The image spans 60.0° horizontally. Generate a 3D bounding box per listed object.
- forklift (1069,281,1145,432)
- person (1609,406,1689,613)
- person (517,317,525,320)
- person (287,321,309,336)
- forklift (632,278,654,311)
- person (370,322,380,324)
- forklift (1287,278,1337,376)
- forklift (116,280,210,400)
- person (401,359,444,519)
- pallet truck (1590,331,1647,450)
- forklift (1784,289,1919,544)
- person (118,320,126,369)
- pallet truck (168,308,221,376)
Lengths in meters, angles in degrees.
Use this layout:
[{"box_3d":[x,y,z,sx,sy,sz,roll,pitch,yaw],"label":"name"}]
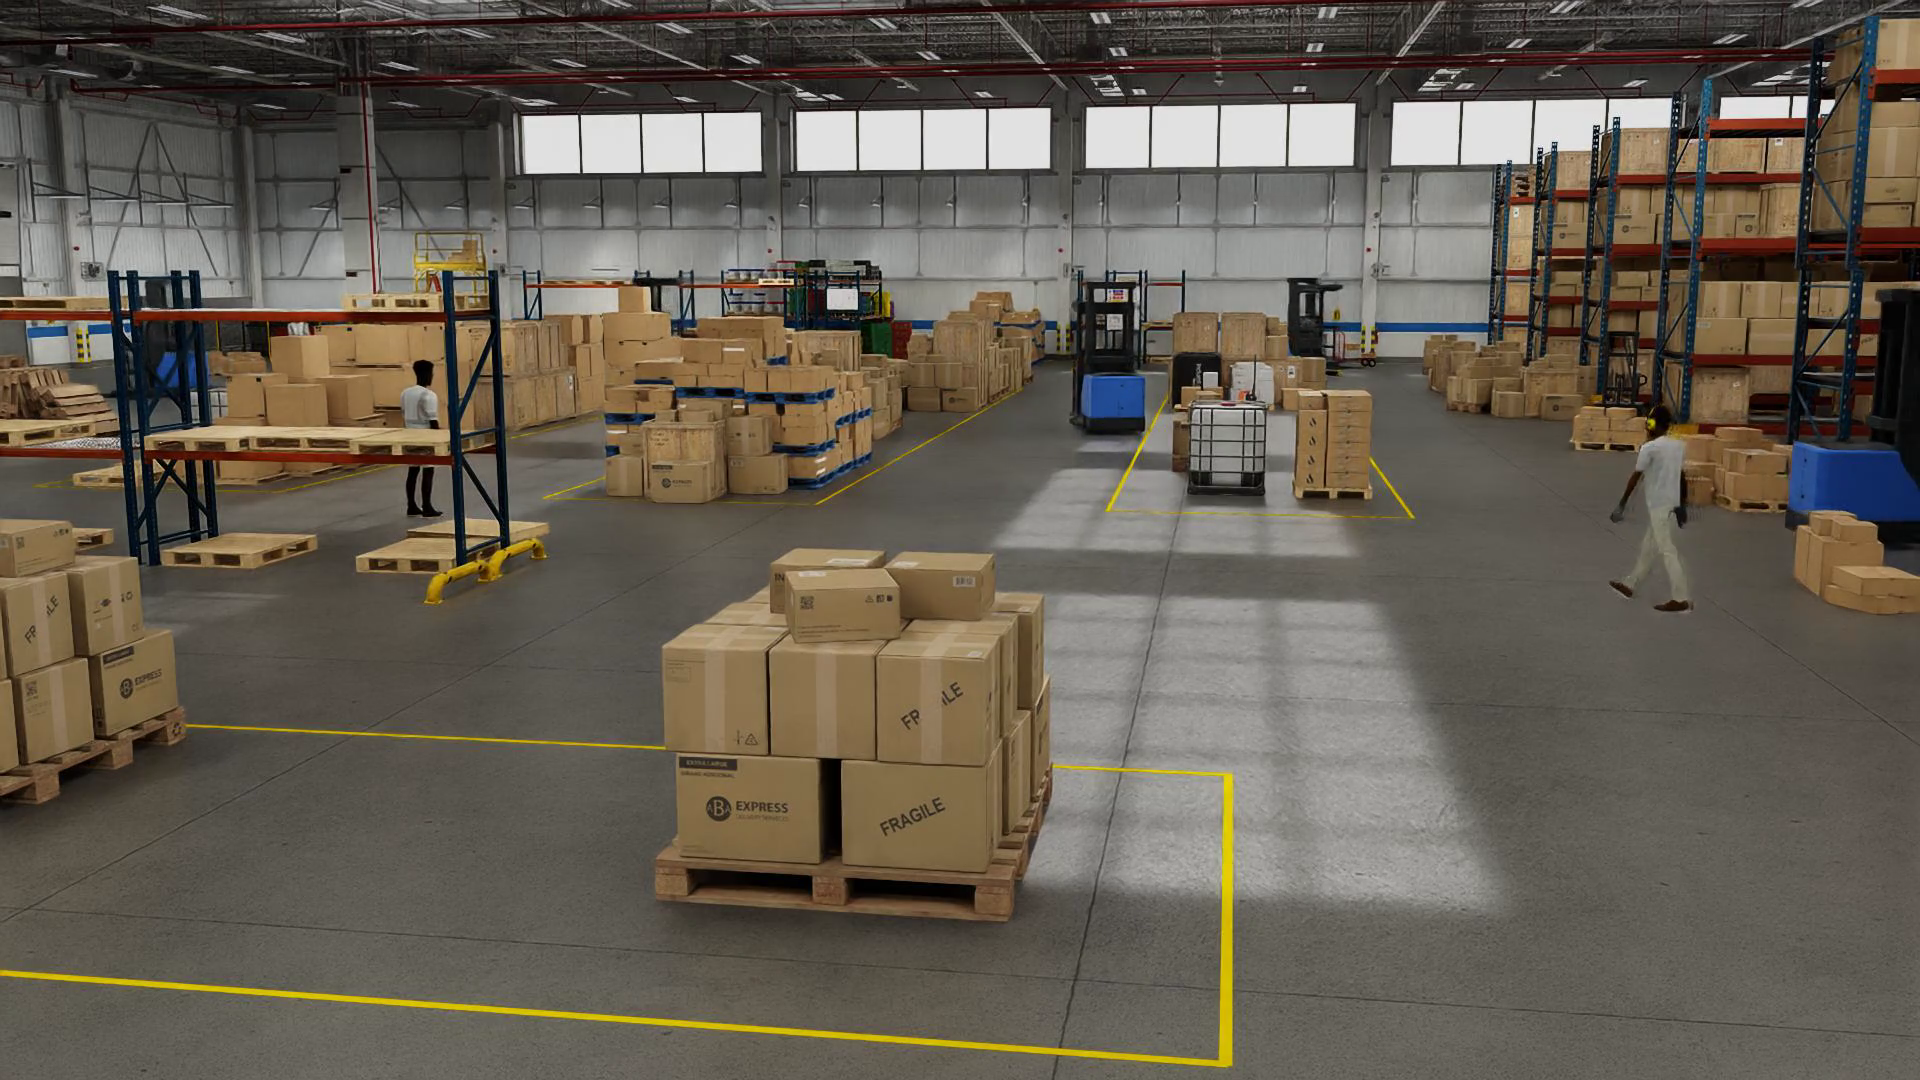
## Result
[{"box_3d":[2.814,-3.500,31.501,1.129,2.768,1.873,-1,9,-8],"label":"forklift"},{"box_3d":[6.210,-0.289,14.965,0.554,1.809,0.970,-5,11,-29],"label":"person"},{"box_3d":[-10.469,-4.371,39.834,0.564,1.923,0.414,1,9,4],"label":"person"},{"box_3d":[-19.044,-5.641,47.934,0.591,1.844,0.976,-3,10,-19],"label":"person"},{"box_3d":[-8.604,-5.745,45.343,1.873,2.768,1.129,0,9,2],"label":"forklift"},{"box_3d":[-15.361,-5.037,43.910,0.516,1.925,0.654,-1,9,-5],"label":"person"},{"box_3d":[9.728,-6.103,47.553,1.129,2.768,1.873,-8,12,-39],"label":"forklift"},{"box_3d":[-18.779,-4.726,39.059,1.873,2.768,1.129,-3,10,-16],"label":"forklift"},{"box_3d":[-6.575,-1.230,20.367,0.602,1.956,0.399,7,11,35],"label":"person"},{"box_3d":[11.253,-2.573,28.499,0.823,1.965,1.885,5,10,27],"label":"pallet truck"},{"box_3d":[10.359,-1.373,18.384,1.873,2.768,1.129,1,9,9],"label":"forklift"},{"box_3d":[-25.935,-6.095,51.354,0.315,1.629,0.509,0,9,-1],"label":"person"},{"box_3d":[-21.869,-5.598,47.154,0.823,1.965,1.885,4,10,26],"label":"pallet truck"}]
